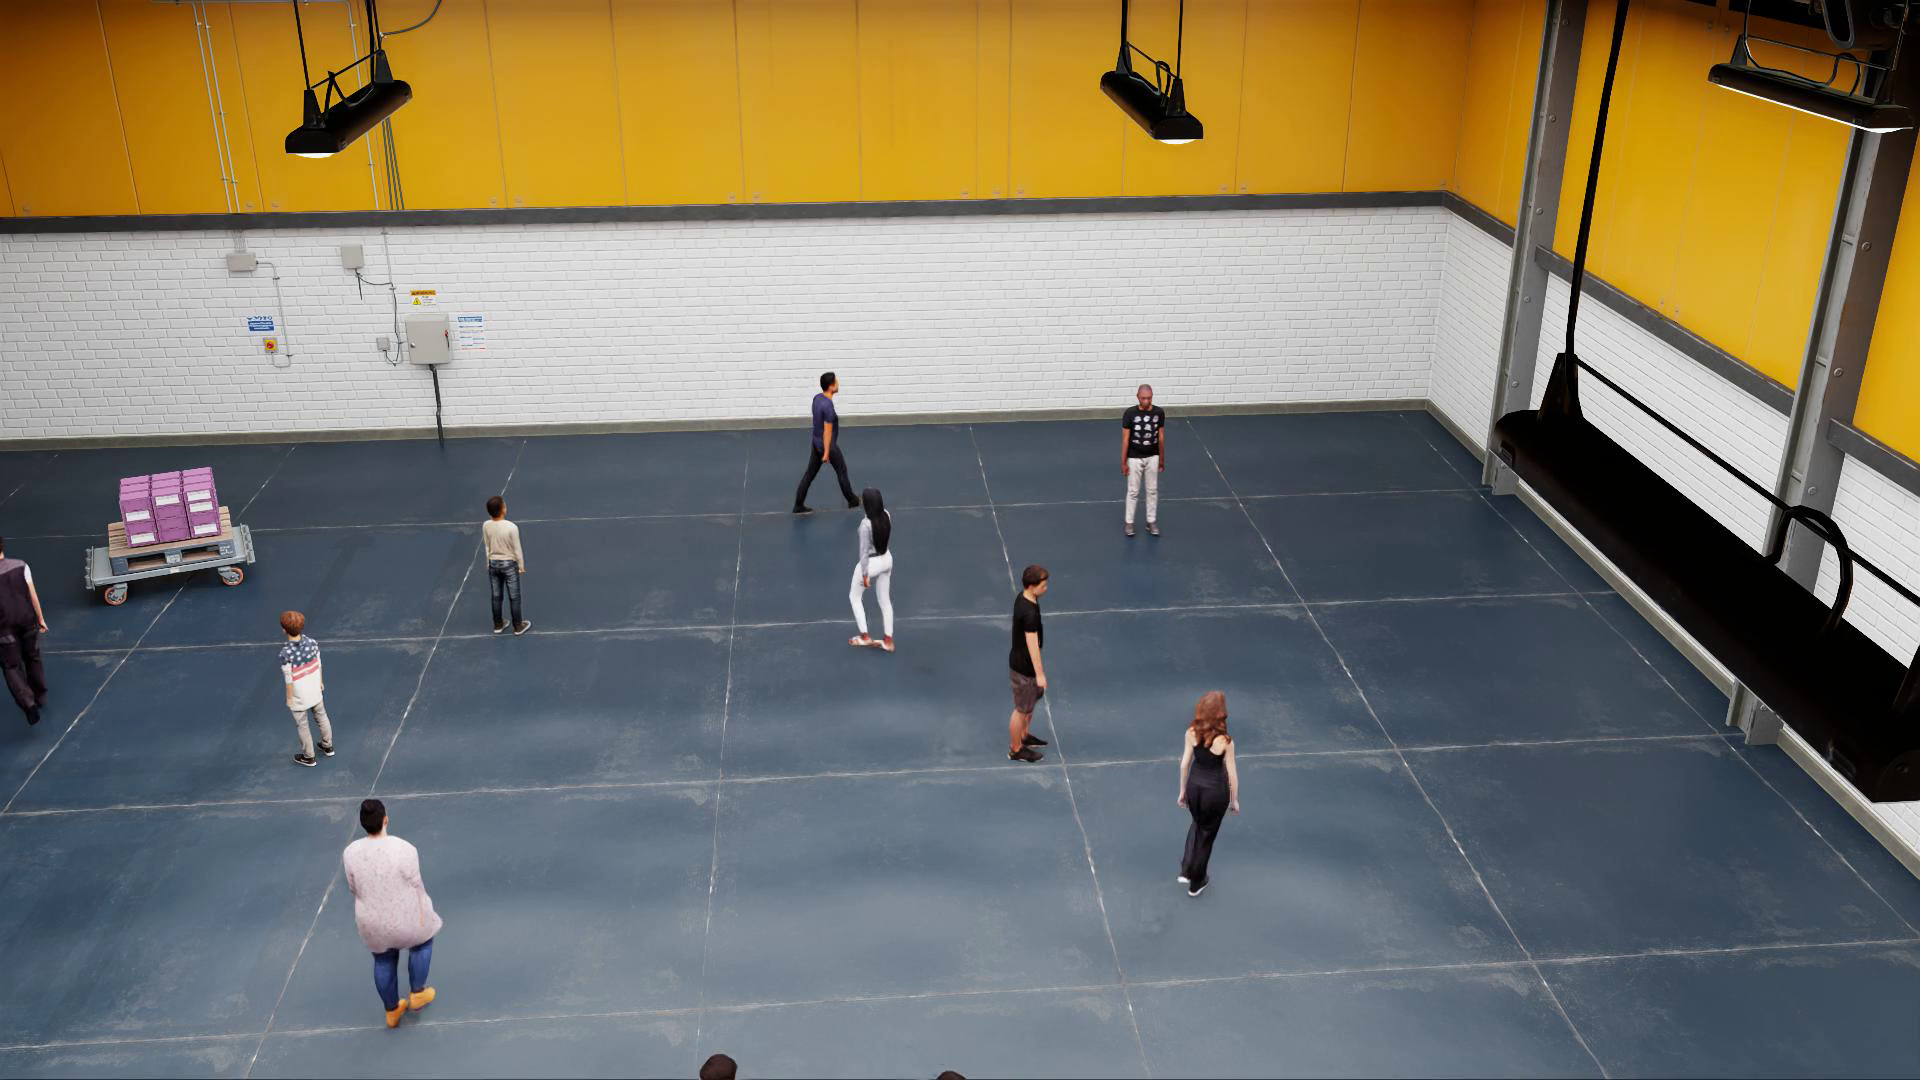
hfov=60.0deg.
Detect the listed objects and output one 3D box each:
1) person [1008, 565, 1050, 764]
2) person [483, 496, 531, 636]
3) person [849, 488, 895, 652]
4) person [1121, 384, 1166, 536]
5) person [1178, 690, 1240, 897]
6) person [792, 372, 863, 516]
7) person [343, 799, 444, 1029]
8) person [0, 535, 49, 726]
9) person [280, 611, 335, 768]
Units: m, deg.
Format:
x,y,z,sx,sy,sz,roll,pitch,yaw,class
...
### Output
x,y,z,sx,sy,sz,roll,pitch,yaw,class
0.506,1.060,14.381,0.778,1.849,0.555,0,24,1,person
-4.597,0.257,16.704,0.575,1.460,0.555,3,24,6,person
-0.762,0.309,16.271,0.839,1.711,0.780,20,31,38,person
2.089,-0.935,19.005,0.658,1.802,0.606,-3,24,-7,person
1.808,1.948,12.491,0.766,1.735,0.828,16,28,32,person
-1.667,-1.078,19.410,1.043,1.738,1.208,-13,27,-27,person
-3.847,2.538,11.150,0.758,1.729,0.737,2,24,4,person
-8.515,0.807,14.993,1.017,1.823,1.171,-17,29,-34,person
-5.693,1.266,14.421,0.653,1.439,0.571,14,27,29,person
